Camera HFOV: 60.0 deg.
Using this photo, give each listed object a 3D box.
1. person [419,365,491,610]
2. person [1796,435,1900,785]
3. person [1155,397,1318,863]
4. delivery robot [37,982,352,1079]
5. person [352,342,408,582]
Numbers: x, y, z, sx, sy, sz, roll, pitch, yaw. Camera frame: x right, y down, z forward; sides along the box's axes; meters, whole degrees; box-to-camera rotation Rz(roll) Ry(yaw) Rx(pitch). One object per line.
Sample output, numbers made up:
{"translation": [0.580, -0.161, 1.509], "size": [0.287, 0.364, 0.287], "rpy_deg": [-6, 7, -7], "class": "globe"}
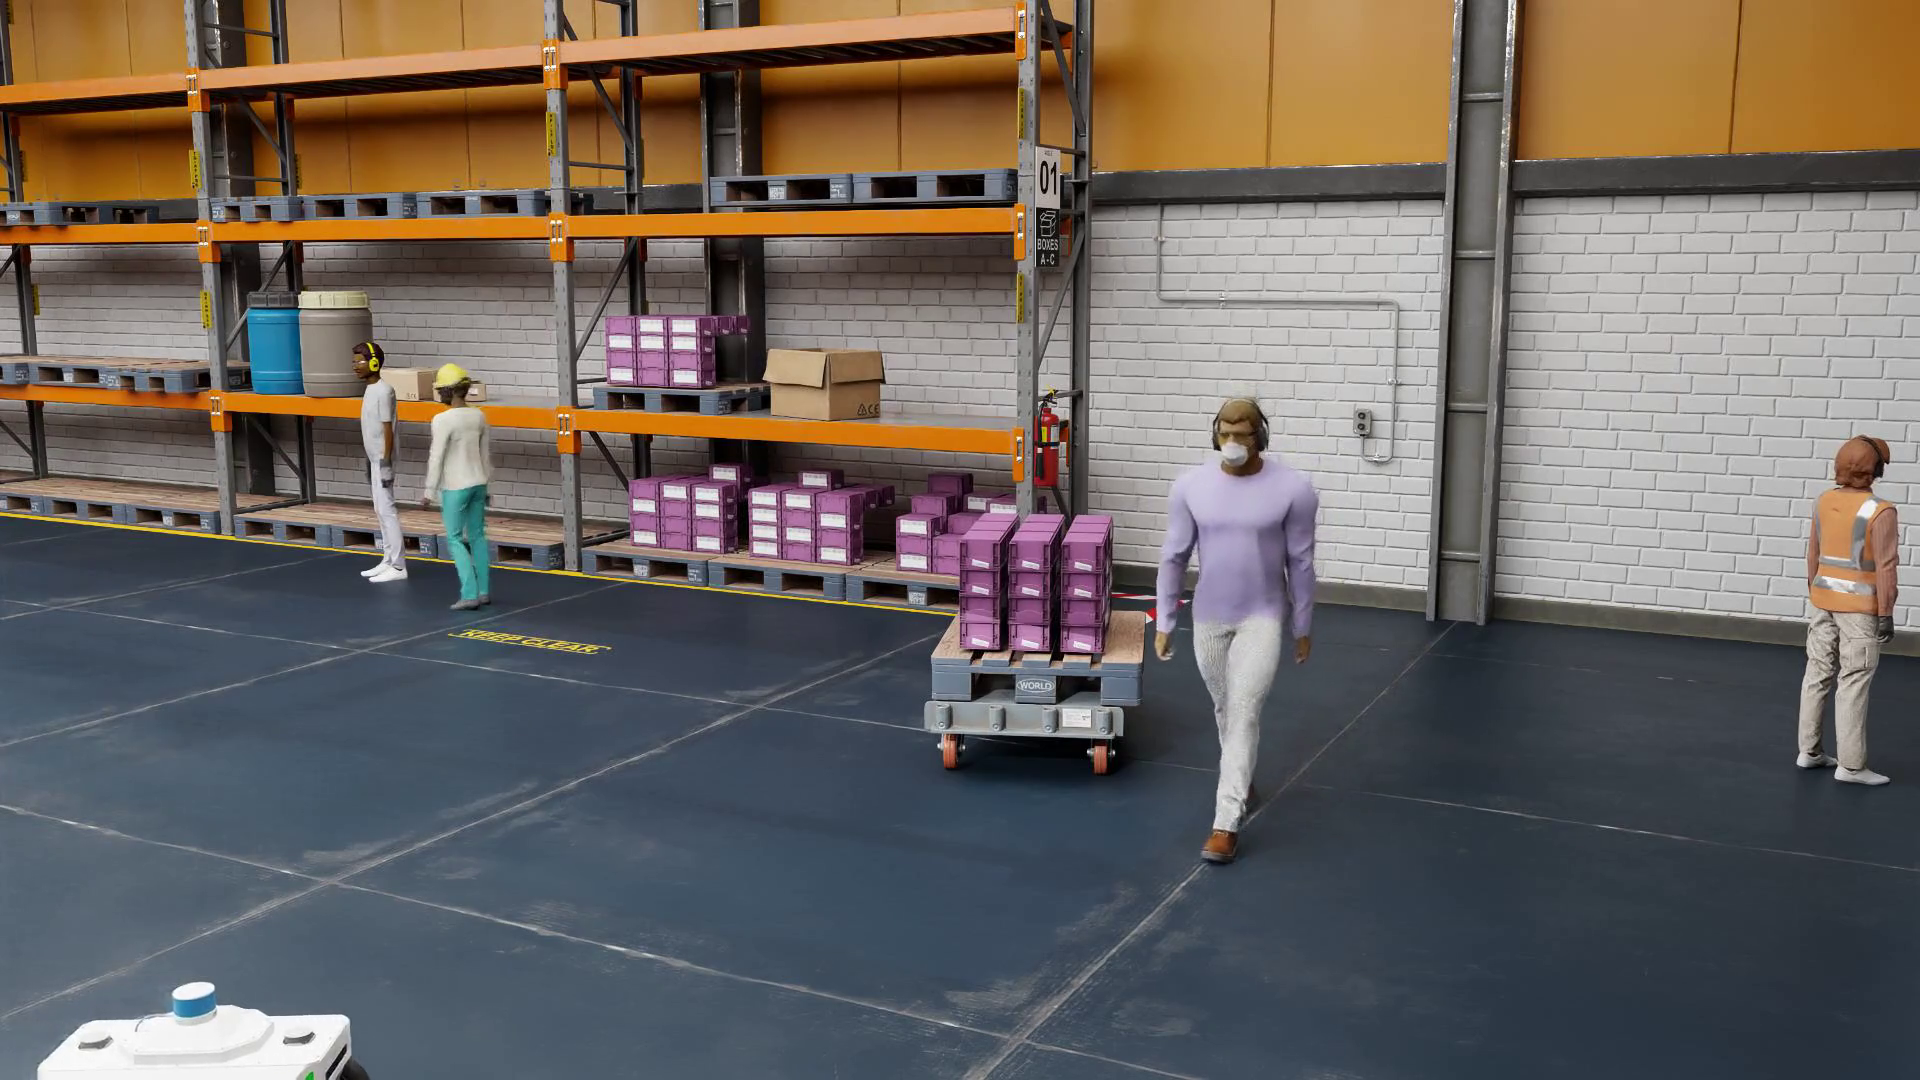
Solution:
{"translation": [-3.555, -0.367, 11.841], "size": [0.398, 1.747, 0.551], "rpy_deg": [4, 10, 21], "class": "person"}
{"translation": [4.195, 0.327, 7.849], "size": [0.308, 1.645, 0.517], "rpy_deg": [-2, 9, -14], "class": "person"}
{"translation": [1.172, 0.333, 7.077], "size": [0.650, 1.890, 1.019], "rpy_deg": [4, 10, 23], "class": "person"}
{"translation": [-1.976, 1.396, 4.322], "size": [0.707, 0.478, 0.477], "rpy_deg": [0, 9, -3], "class": "delivery robot"}
{"translation": [-4.521, -0.605, 12.944], "size": [0.325, 1.862, 0.514], "rpy_deg": [-6, 11, -32], "class": "person"}
